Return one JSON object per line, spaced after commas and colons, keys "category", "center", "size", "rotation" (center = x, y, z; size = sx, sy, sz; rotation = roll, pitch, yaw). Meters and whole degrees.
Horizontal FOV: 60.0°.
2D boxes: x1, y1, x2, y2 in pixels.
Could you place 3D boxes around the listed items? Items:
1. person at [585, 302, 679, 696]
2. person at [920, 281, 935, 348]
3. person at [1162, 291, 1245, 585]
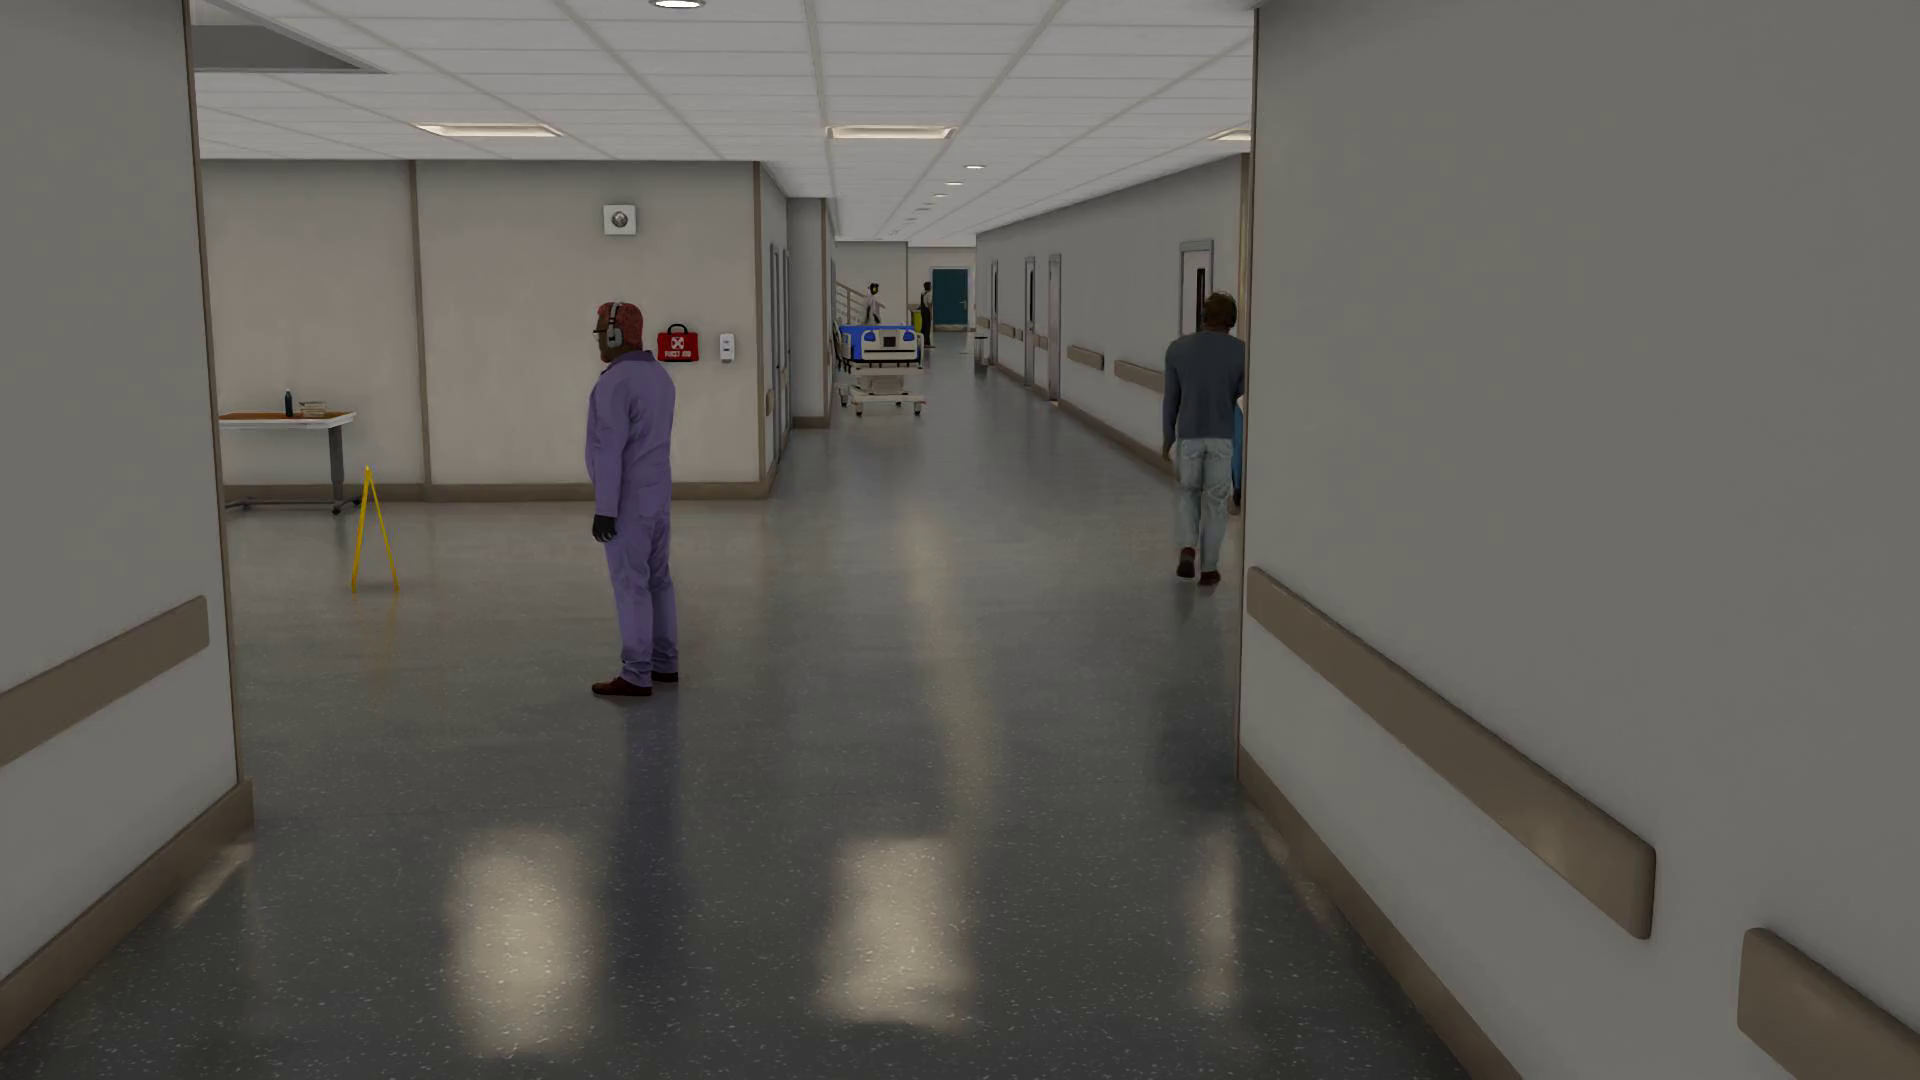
{"category": "person", "center": [-1.608, -0.198, 8.072], "size": [0.398, 1.900, 0.634], "rotation": [2, 9, 12]}
{"category": "person", "center": [-0.925, -6.270, 46.329], "size": [0.326, 1.843, 0.517], "rotation": [-6, 11, -31]}
{"category": "person", "center": [1.638, -0.656, 10.854], "size": [0.642, 1.918, 0.436], "rotation": [4, 10, 22]}
